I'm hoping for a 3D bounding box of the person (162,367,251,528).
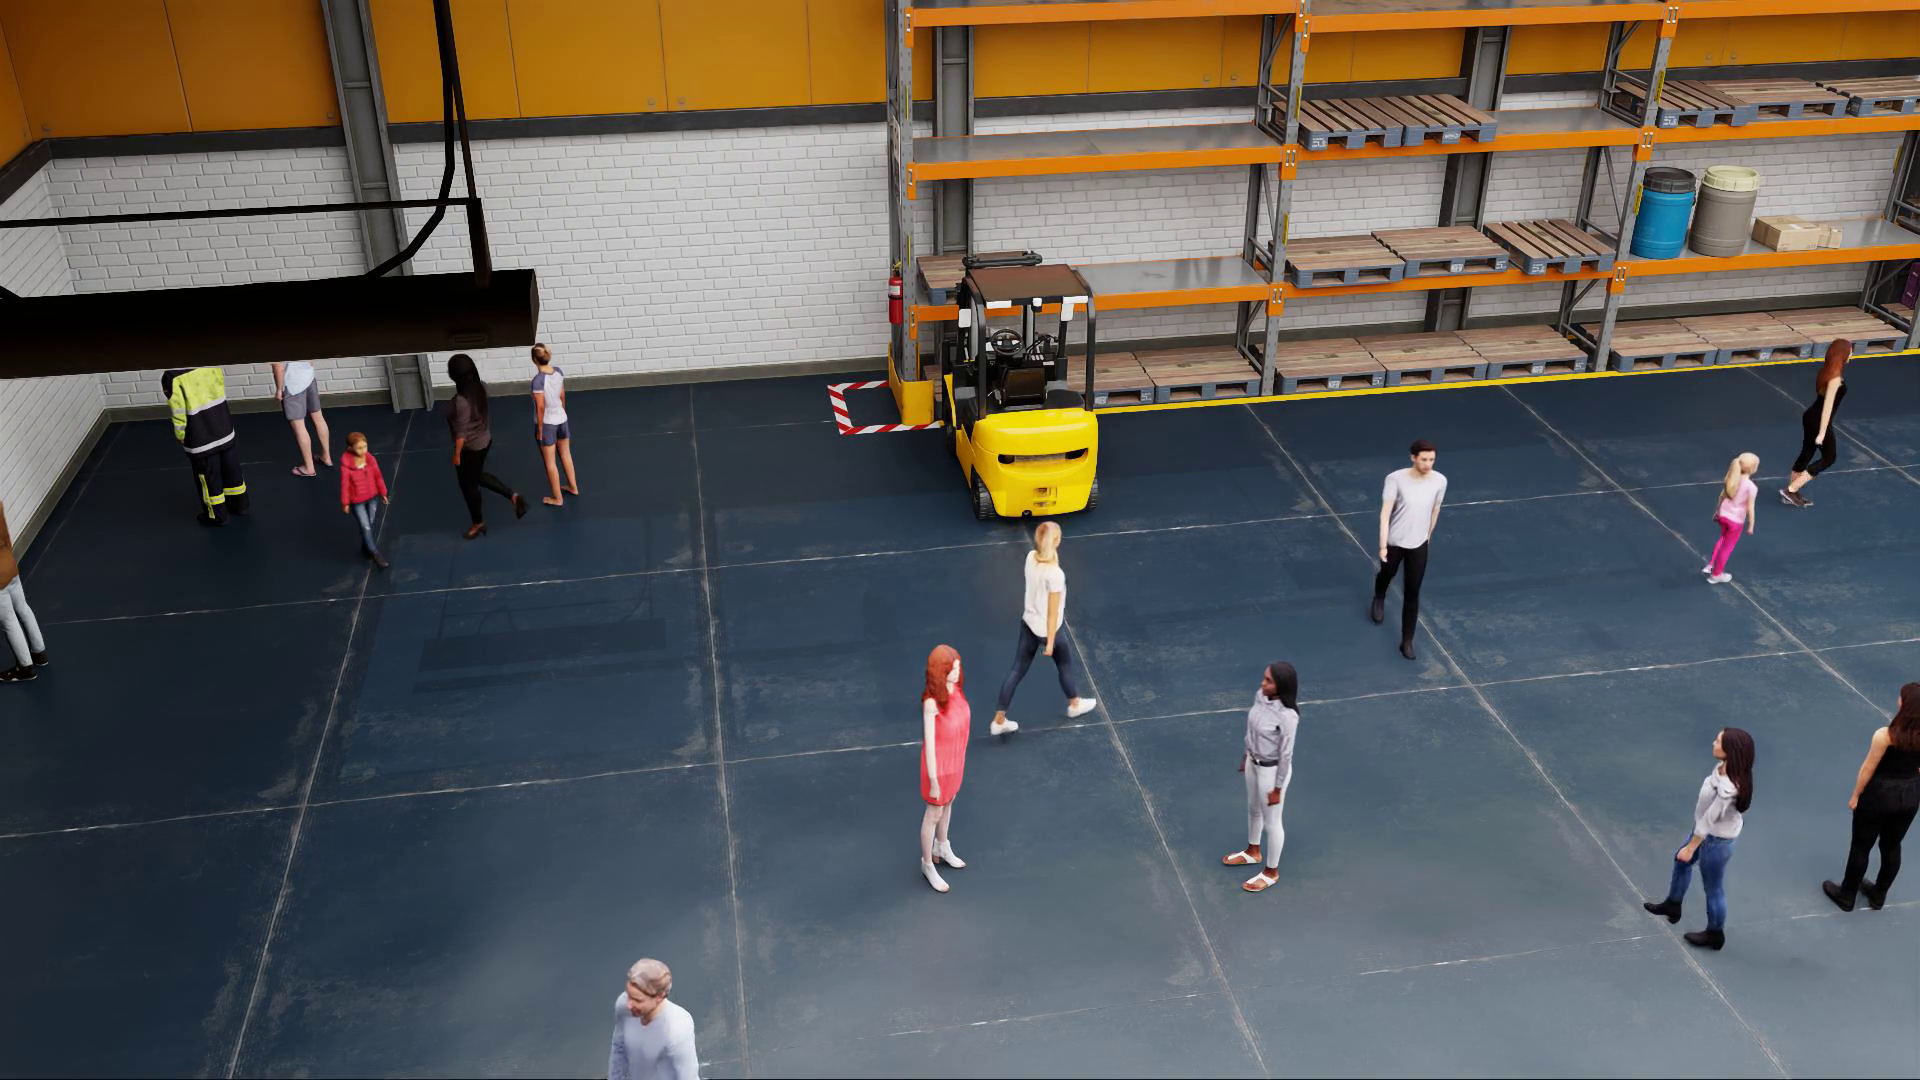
[{"bbox_3d":[-7.037,-1.091,15.461,0.887,1.987,0.870,13,31,23],"label":"person"}]

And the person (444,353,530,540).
[{"bbox_3d":[-4.352,-0.825,15.146,0.920,1.822,0.770,3,29,5],"label":"person"}]

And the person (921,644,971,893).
[{"bbox_3d":[-0.114,1.472,10.930,0.700,1.827,0.678,13,31,22],"label":"person"}]

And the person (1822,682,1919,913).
[{"bbox_3d":[5.982,1.667,10.720,0.489,1.687,0.645,-2,29,-4],"label":"person"}]

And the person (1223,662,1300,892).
[{"bbox_3d":[2.024,1.525,10.941,0.558,1.724,0.618,-8,30,-15],"label":"person"}]

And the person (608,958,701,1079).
[{"bbox_3d":[-1.442,2.794,8.482,1.302,1.851,1.099,-25,37,-38],"label":"person"}]

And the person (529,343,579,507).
[{"bbox_3d":[-3.903,-1.115,15.884,0.686,1.624,0.656,14,31,23],"label":"person"}]

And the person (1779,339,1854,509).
[{"bbox_3d":[8.044,-1.103,15.767,0.722,1.716,0.671,5,29,10],"label":"person"}]

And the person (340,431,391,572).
[{"bbox_3d":[-5.380,-0.385,14.897,0.886,1.289,0.860,23,36,36],"label":"person"}]

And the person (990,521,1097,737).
[{"bbox_3d":[0.529,0.707,12.400,1.244,1.763,0.942,-18,33,-30],"label":"person"}]

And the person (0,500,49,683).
[{"bbox_3d":[-7.603,0.269,13.147,0.606,1.816,0.676,1,29,1],"label":"person"}]

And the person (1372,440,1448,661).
[{"bbox_3d":[3.637,-0.022,13.676,1.257,1.820,0.977,3,29,6],"label":"person"}]

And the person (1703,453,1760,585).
[{"bbox_3d":[6.713,-0.184,14.549,0.565,1.269,0.553,-11,31,-20],"label":"person"}]

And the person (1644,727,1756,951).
[{"bbox_3d":[4.798,1.897,10.372,0.887,1.615,0.818,13,31,23],"label":"person"}]

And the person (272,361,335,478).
[{"bbox_3d":[-6.533,-1.528,16.425,0.758,1.832,0.737,13,31,22],"label":"person"}]
